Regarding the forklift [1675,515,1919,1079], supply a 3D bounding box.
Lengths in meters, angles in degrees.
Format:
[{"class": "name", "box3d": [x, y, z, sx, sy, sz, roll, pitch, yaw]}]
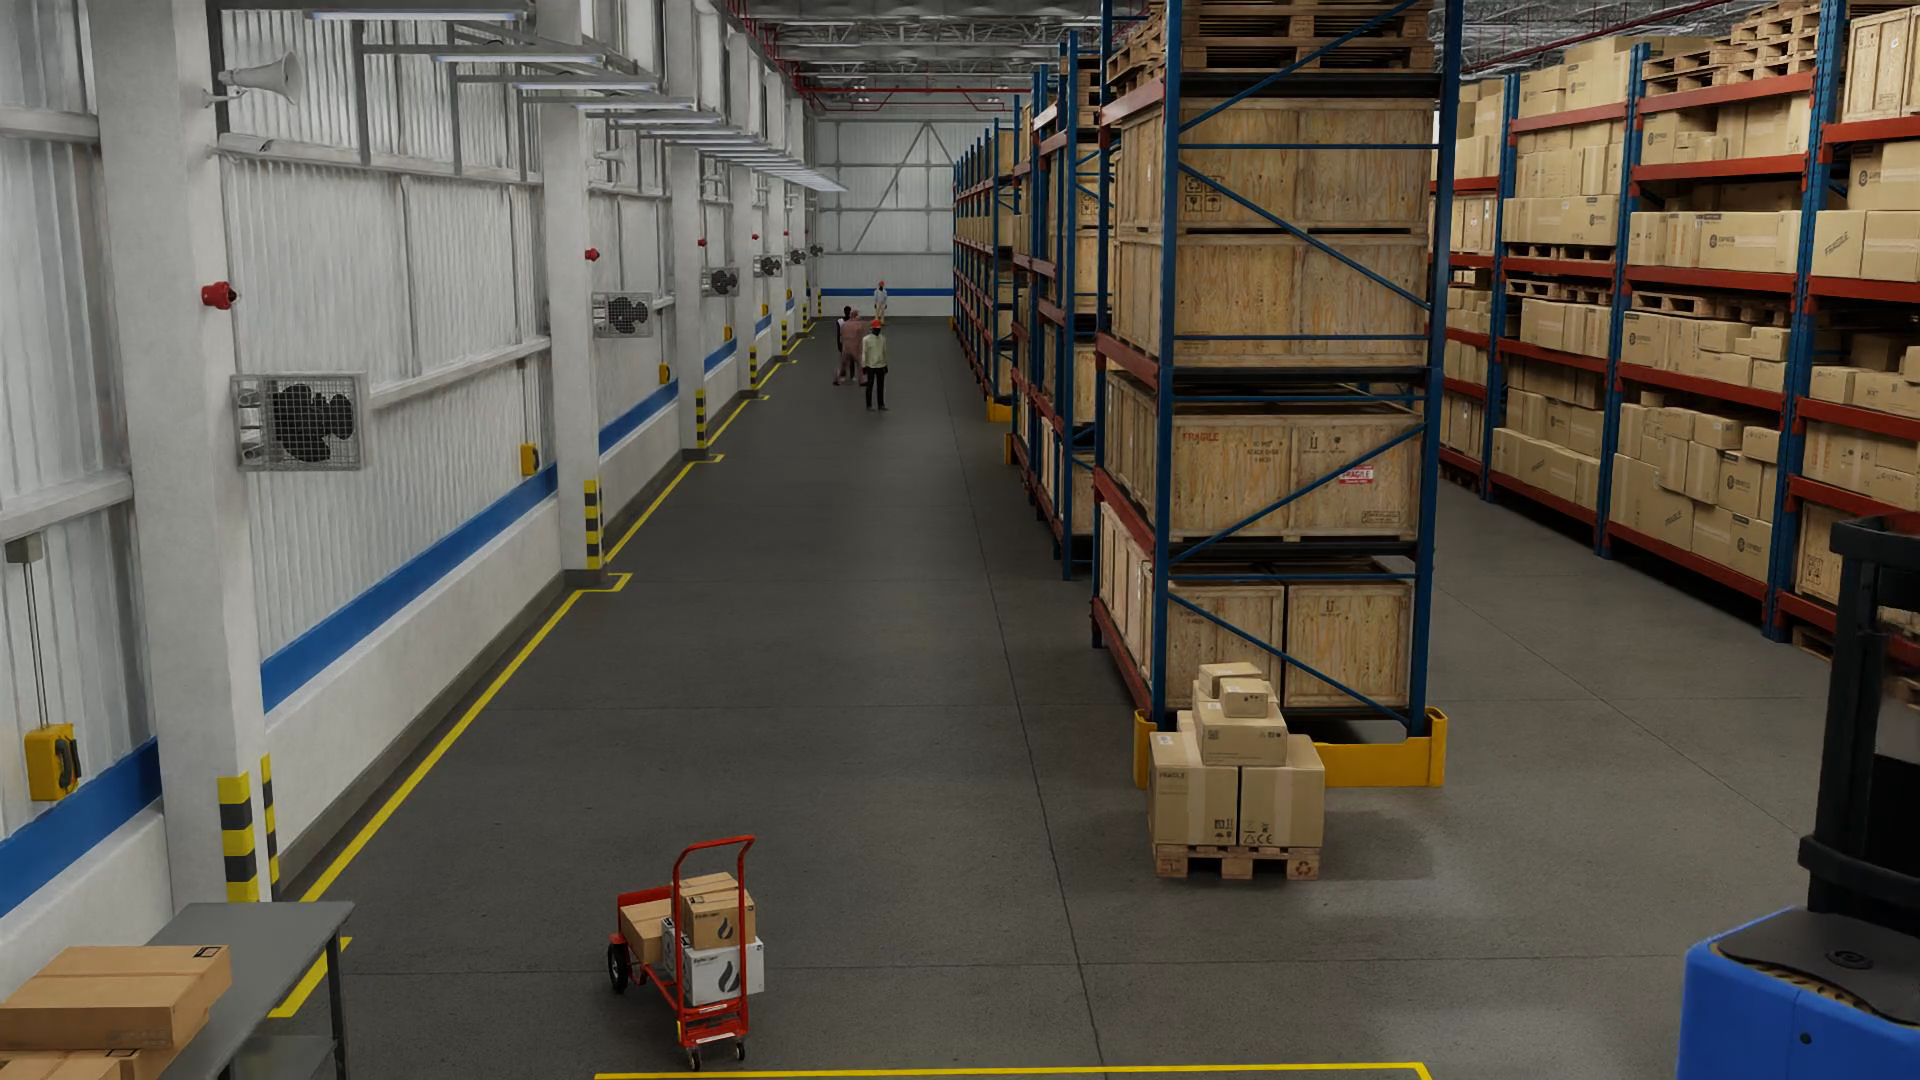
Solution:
[{"class": "forklift", "box3d": [4.022, 1.332, 6.917, 1.873, 2.768, 1.129, -7, 13, -33]}]

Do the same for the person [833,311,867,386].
[{"class": "person", "box3d": [-2.690, -4.715, 41.080, 0.818, 1.862, 0.542, 5, 12, 23]}]

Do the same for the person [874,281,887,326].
[{"class": "person", "box3d": [-3.062, -9.130, 64.315, 0.565, 1.744, 0.354, -6, 13, -30]}]

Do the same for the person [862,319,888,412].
[{"class": "person", "box3d": [-1.812, -3.747, 35.684, 0.621, 1.985, 0.408, -7, 13, -34]}]

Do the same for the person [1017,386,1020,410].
[{"class": "person", "box3d": [1.265, -2.425, 29.223, 0.632, 1.850, 0.430, 8, 14, 36]}]

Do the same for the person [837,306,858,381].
[{"class": "person", "box3d": [-2.861, -5.014, 42.471, 0.587, 1.913, 0.398, -5, 12, -24]}]
